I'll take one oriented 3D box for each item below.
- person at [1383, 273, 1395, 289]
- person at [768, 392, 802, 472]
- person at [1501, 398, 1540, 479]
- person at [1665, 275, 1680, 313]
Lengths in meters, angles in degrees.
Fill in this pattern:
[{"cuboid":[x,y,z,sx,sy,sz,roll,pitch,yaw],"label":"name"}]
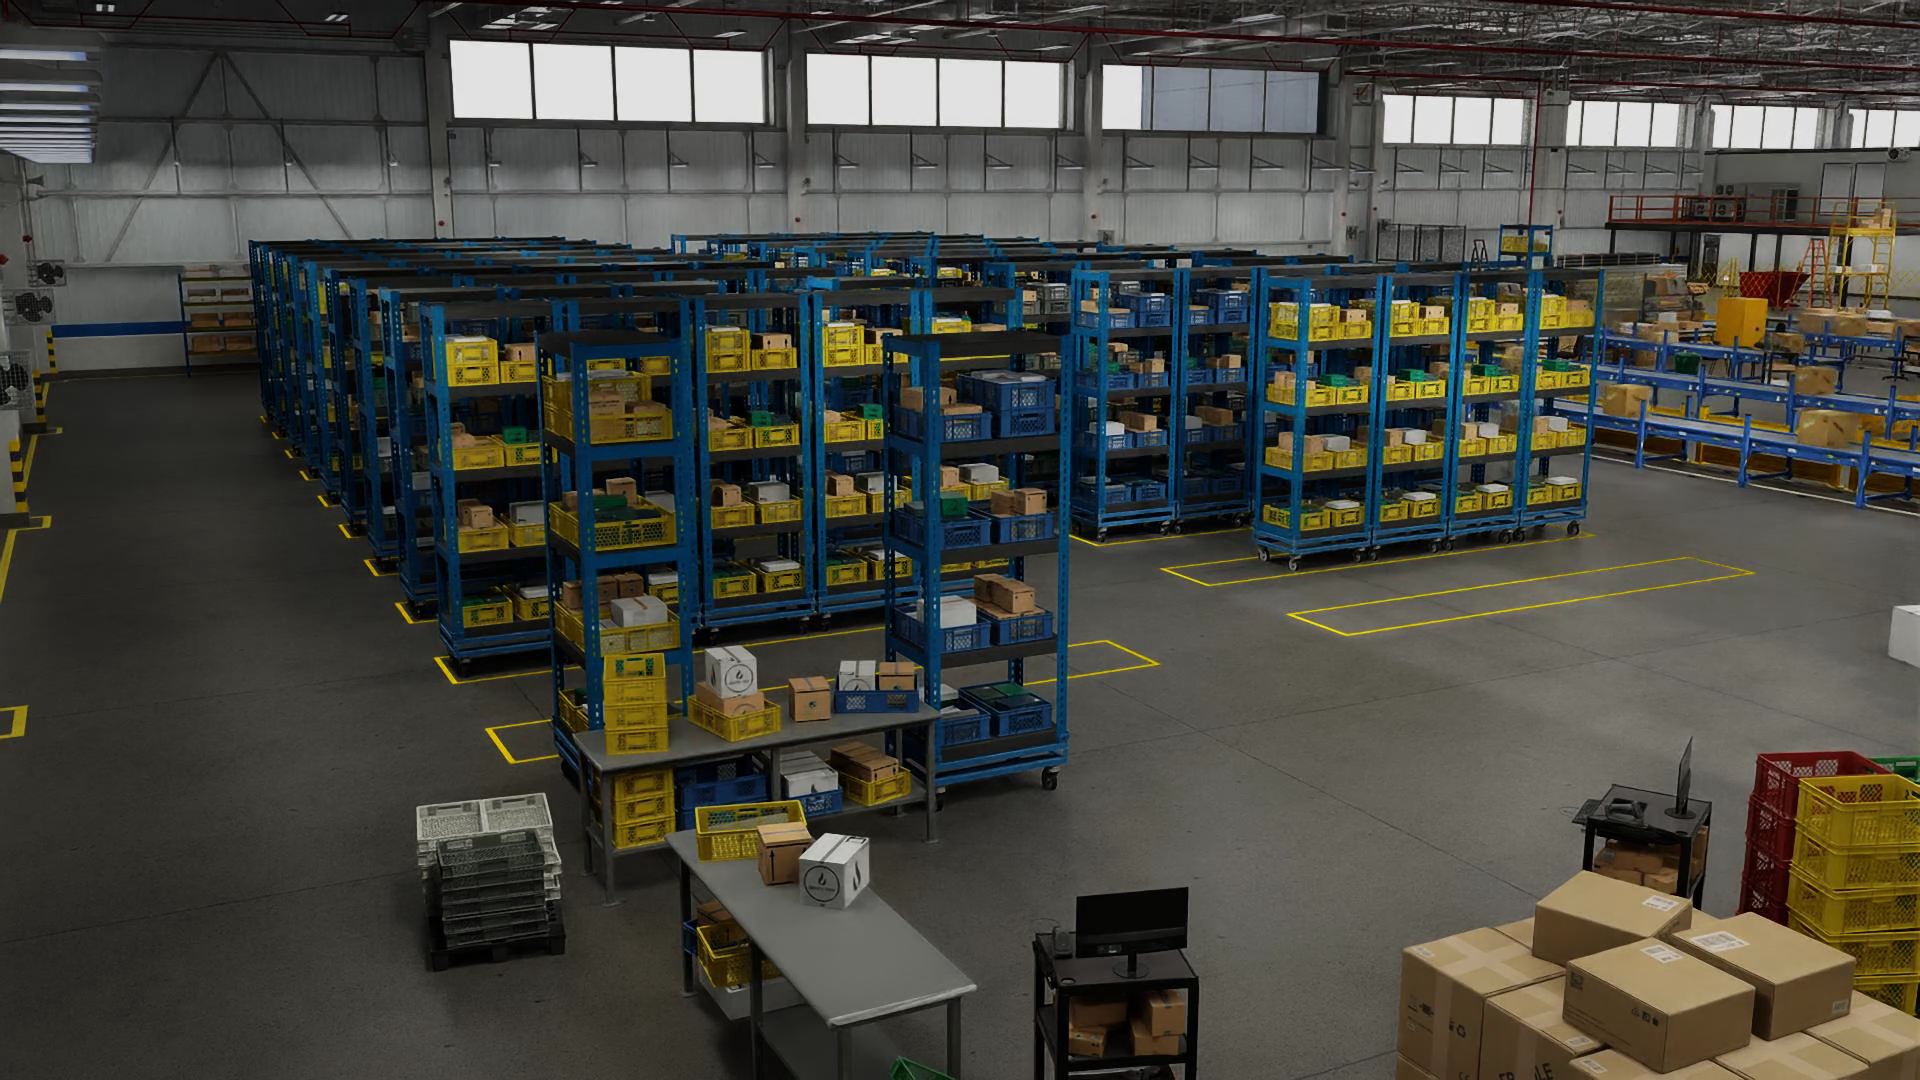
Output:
[{"cuboid":[13.677,-7.654,53.605,0.407,1.906,0.655,-9,15,-35],"label":"person"},{"cuboid":[-2.789,-1.826,26.541,0.619,1.819,0.419,-7,14,-30],"label":"person"},{"cuboid":[8.582,-1.652,25.471,0.634,1.927,0.436,-2,12,-9],"label":"person"},{"cuboid":[21.741,-7.081,50.748,1.071,1.986,0.633,1,12,4],"label":"person"}]
